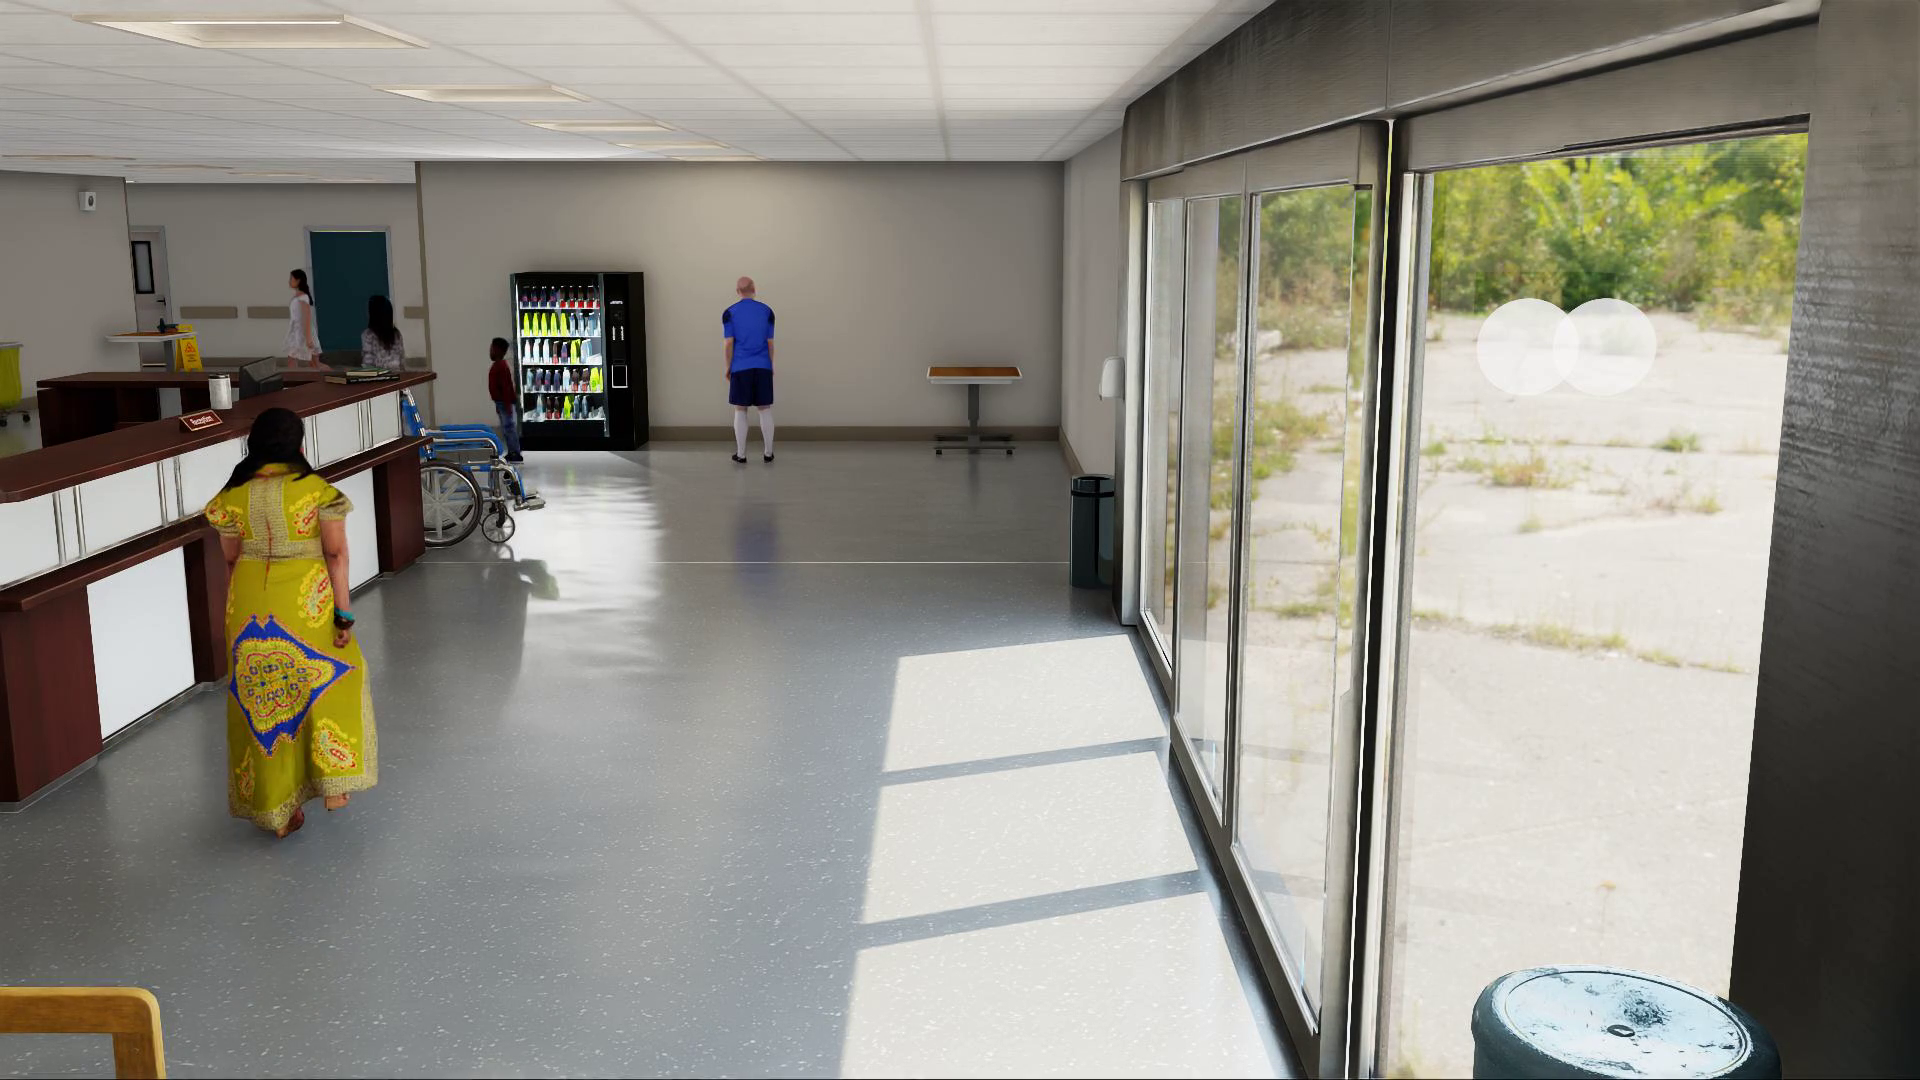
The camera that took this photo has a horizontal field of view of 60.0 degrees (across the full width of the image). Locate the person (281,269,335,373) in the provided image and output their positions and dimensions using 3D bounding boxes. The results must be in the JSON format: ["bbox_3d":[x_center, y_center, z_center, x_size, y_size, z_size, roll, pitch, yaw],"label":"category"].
[{"bbox_3d":[-8.220,-2.516,21.061,1.221,1.741,0.936,-5,12,-25],"label":"person"}]

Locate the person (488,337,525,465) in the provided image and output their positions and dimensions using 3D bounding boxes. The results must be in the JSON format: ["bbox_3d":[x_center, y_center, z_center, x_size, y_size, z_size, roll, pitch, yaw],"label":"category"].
[{"bbox_3d":[-4.413,-1.346,16.266,0.643,1.231,0.721,-7,13,-33],"label":"person"}]

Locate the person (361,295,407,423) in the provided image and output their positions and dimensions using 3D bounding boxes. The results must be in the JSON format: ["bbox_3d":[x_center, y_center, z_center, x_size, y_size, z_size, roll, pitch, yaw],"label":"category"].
[{"bbox_3d":[-4.995,-1.268,14.554,0.862,1.716,0.811,8,13,36],"label":"person"}]

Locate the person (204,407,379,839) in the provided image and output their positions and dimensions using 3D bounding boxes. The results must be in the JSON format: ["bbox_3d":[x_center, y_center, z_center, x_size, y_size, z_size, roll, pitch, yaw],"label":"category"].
[{"bbox_3d":[-2.571,0.339,6.294,0.896,1.637,0.899,-3,11,-14],"label":"person"}]

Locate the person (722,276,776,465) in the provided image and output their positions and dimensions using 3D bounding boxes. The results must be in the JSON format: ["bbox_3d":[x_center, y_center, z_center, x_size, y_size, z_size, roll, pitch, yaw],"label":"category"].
[{"bbox_3d":[-2.066,-1.680,16.395,0.617,1.840,0.792,-3,11,-16],"label":"person"}]
